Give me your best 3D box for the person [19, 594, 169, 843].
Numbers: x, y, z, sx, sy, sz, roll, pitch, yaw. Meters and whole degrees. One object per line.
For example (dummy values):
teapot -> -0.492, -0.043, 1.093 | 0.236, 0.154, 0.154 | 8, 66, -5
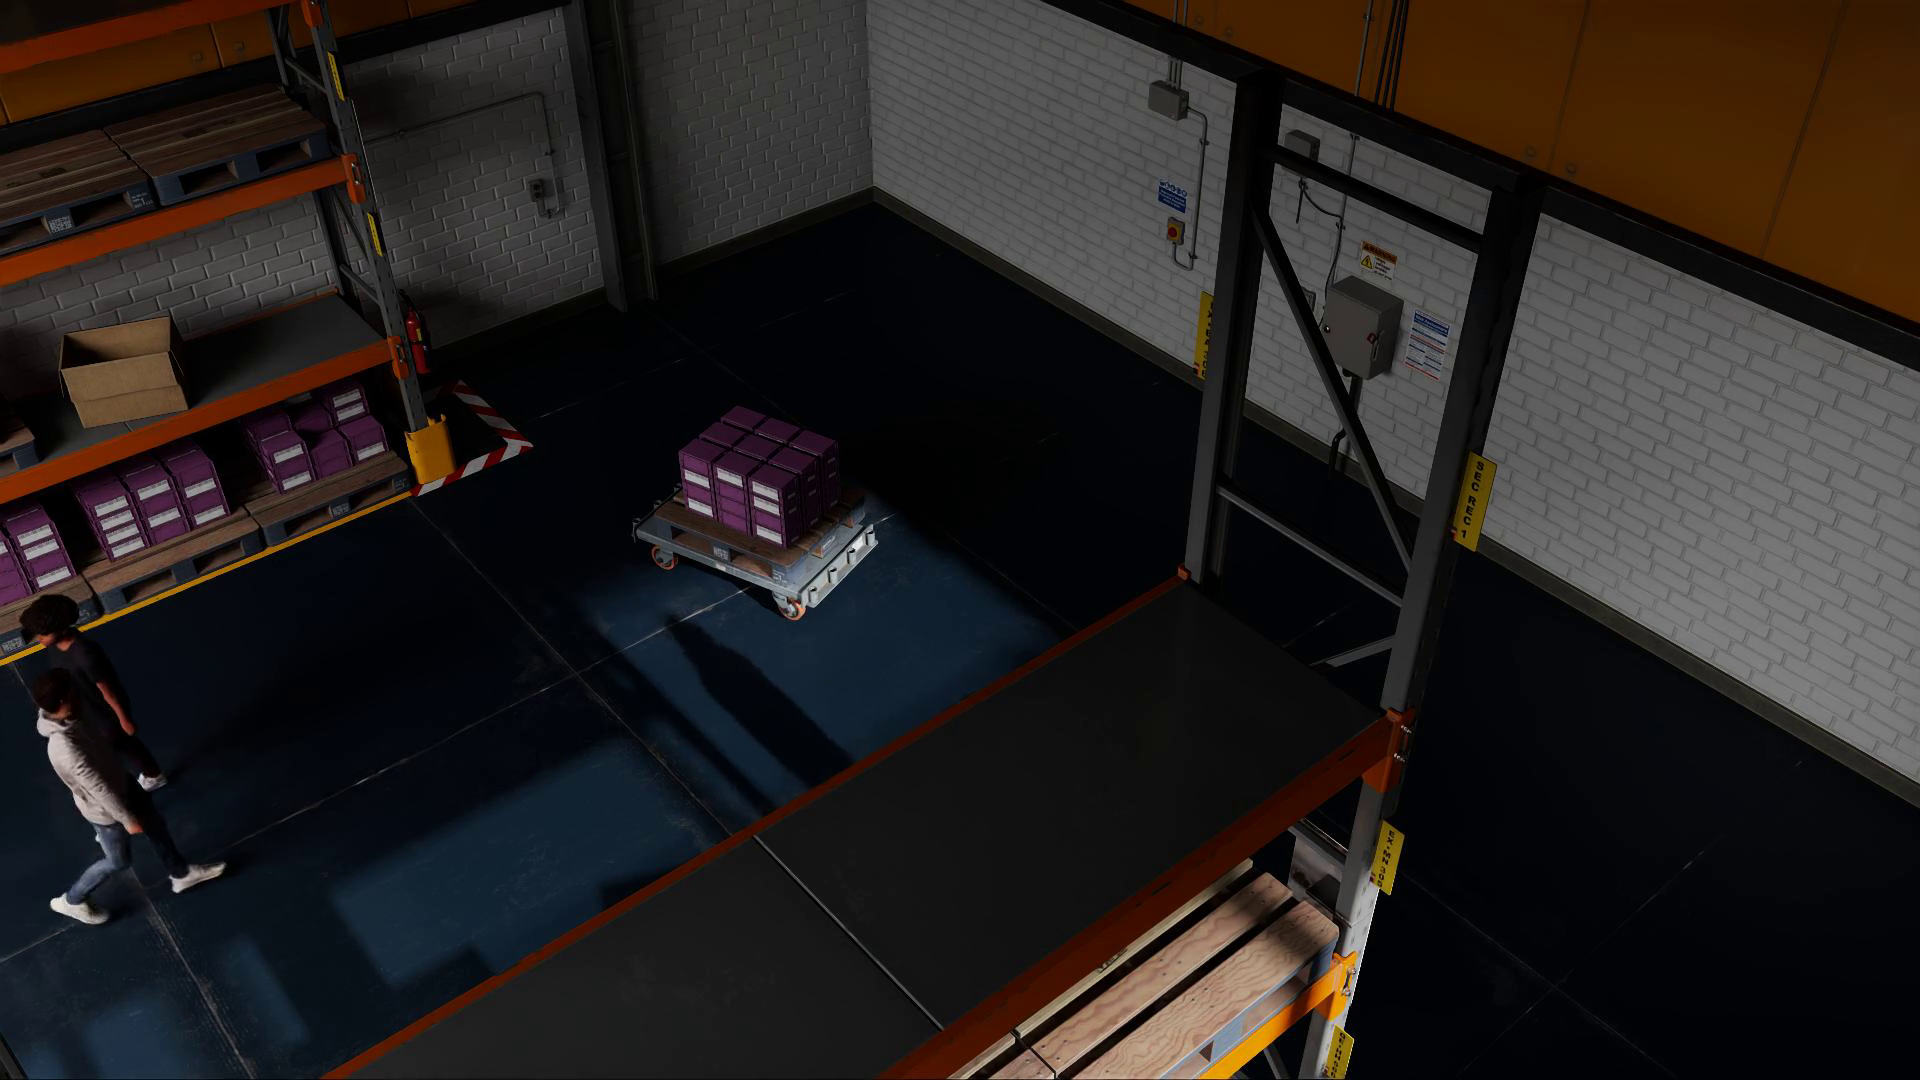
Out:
person -> -5.205, 0.975, 10.197 | 0.781, 1.758, 0.892 | 26, 45, 28

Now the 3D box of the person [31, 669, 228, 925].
person -> -4.950, 1.509, 9.485 | 1.257, 1.813, 0.959 | -9, 40, -12
